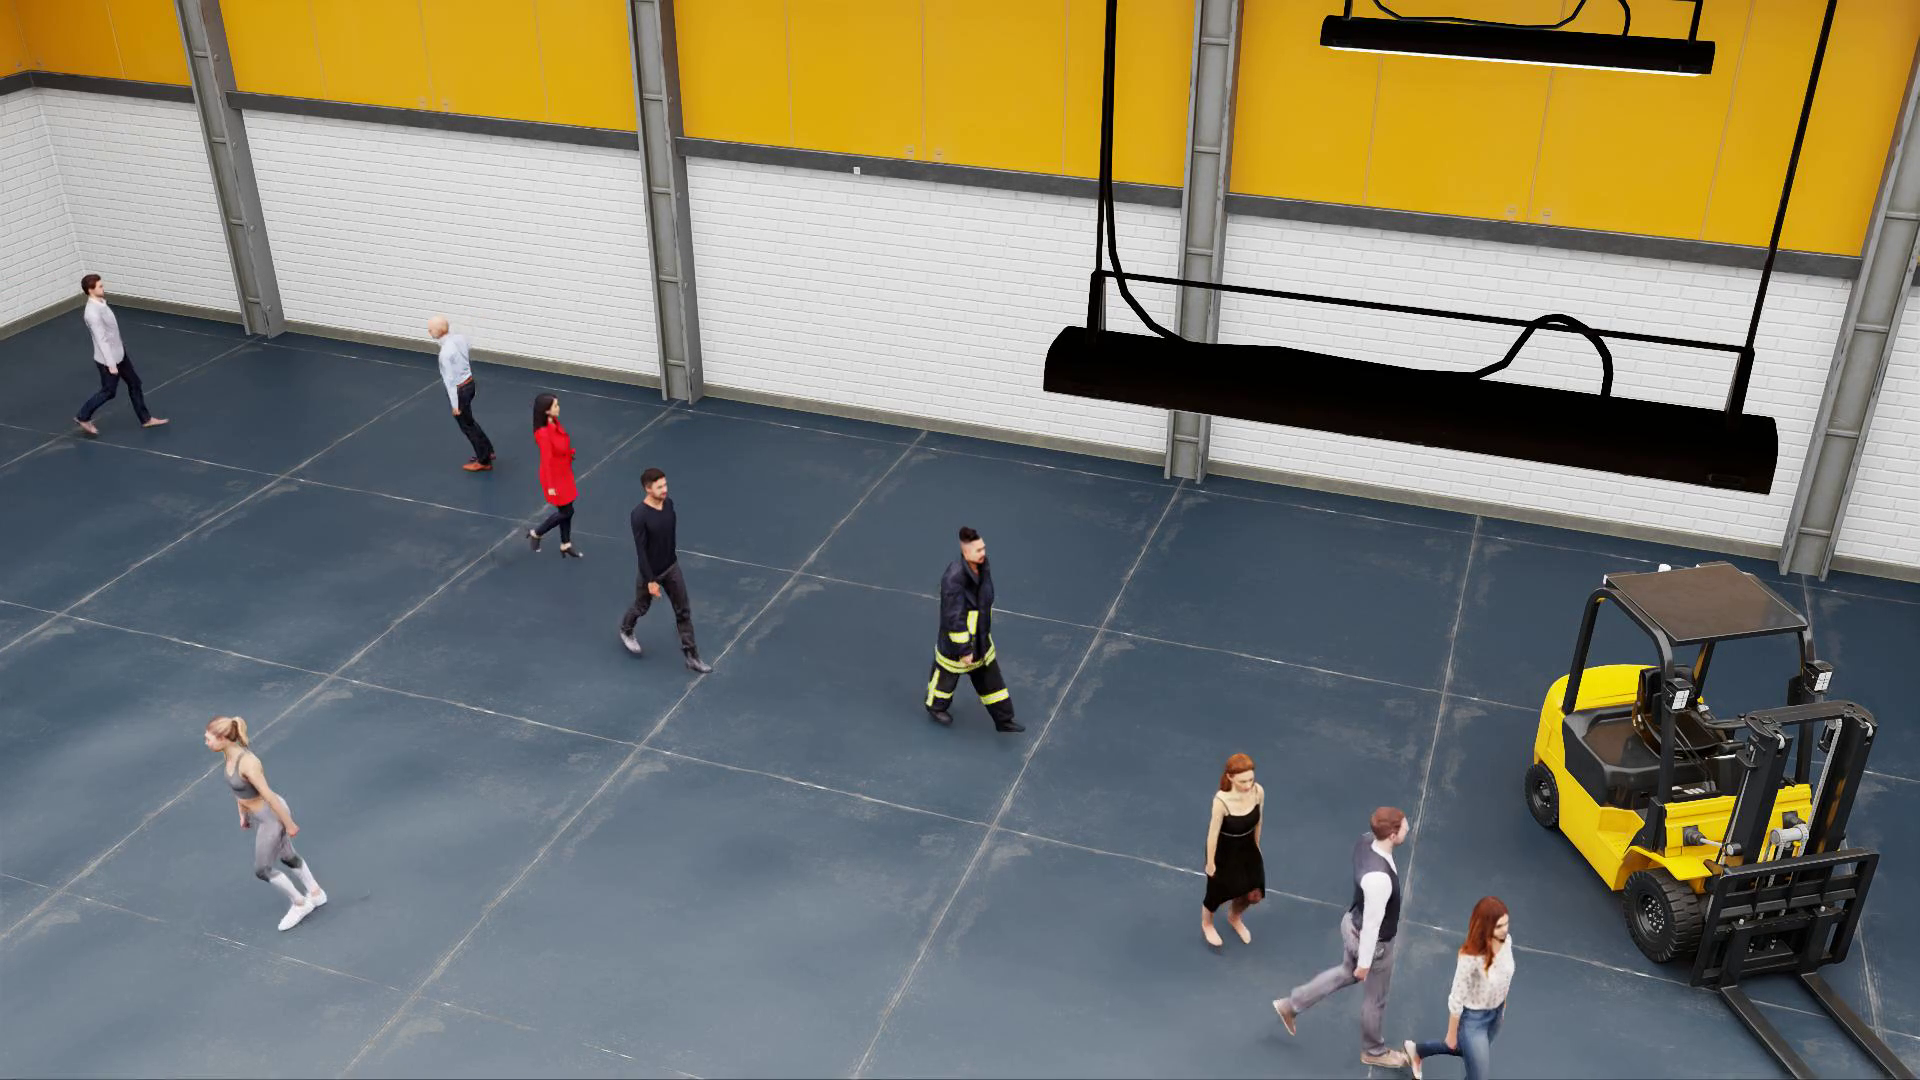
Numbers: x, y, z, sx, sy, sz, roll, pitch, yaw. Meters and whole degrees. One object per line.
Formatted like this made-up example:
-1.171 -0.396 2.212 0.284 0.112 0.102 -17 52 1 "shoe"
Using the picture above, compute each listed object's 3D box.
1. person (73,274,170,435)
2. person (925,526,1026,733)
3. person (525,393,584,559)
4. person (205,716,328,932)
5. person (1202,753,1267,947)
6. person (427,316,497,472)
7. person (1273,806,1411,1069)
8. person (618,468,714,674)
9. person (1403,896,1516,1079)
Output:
-9.386 -2.000 18.175 1.273 1.818 1.121 -7 29 -13 "person"
-0.027 0.710 13.202 1.263 1.822 1.033 24 36 36 "person"
-3.882 -0.577 15.649 0.889 1.738 0.771 -1 29 -1 "person"
-4.599 1.873 11.239 0.830 1.660 0.784 -25 38 -38 "person"
1.784 2.032 11.010 0.738 1.600 0.799 -12 31 -21 "person"
-5.124 -1.493 17.312 0.744 1.755 0.717 7 29 12 "person"
2.364 2.372 10.052 1.167 1.920 0.856 2 29 5 "person"
-2.634 0.247 14.047 1.334 1.826 0.929 21 35 34 "person"
2.935 2.718 9.641 0.936 1.708 1.103 -19 34 -31 "person"
